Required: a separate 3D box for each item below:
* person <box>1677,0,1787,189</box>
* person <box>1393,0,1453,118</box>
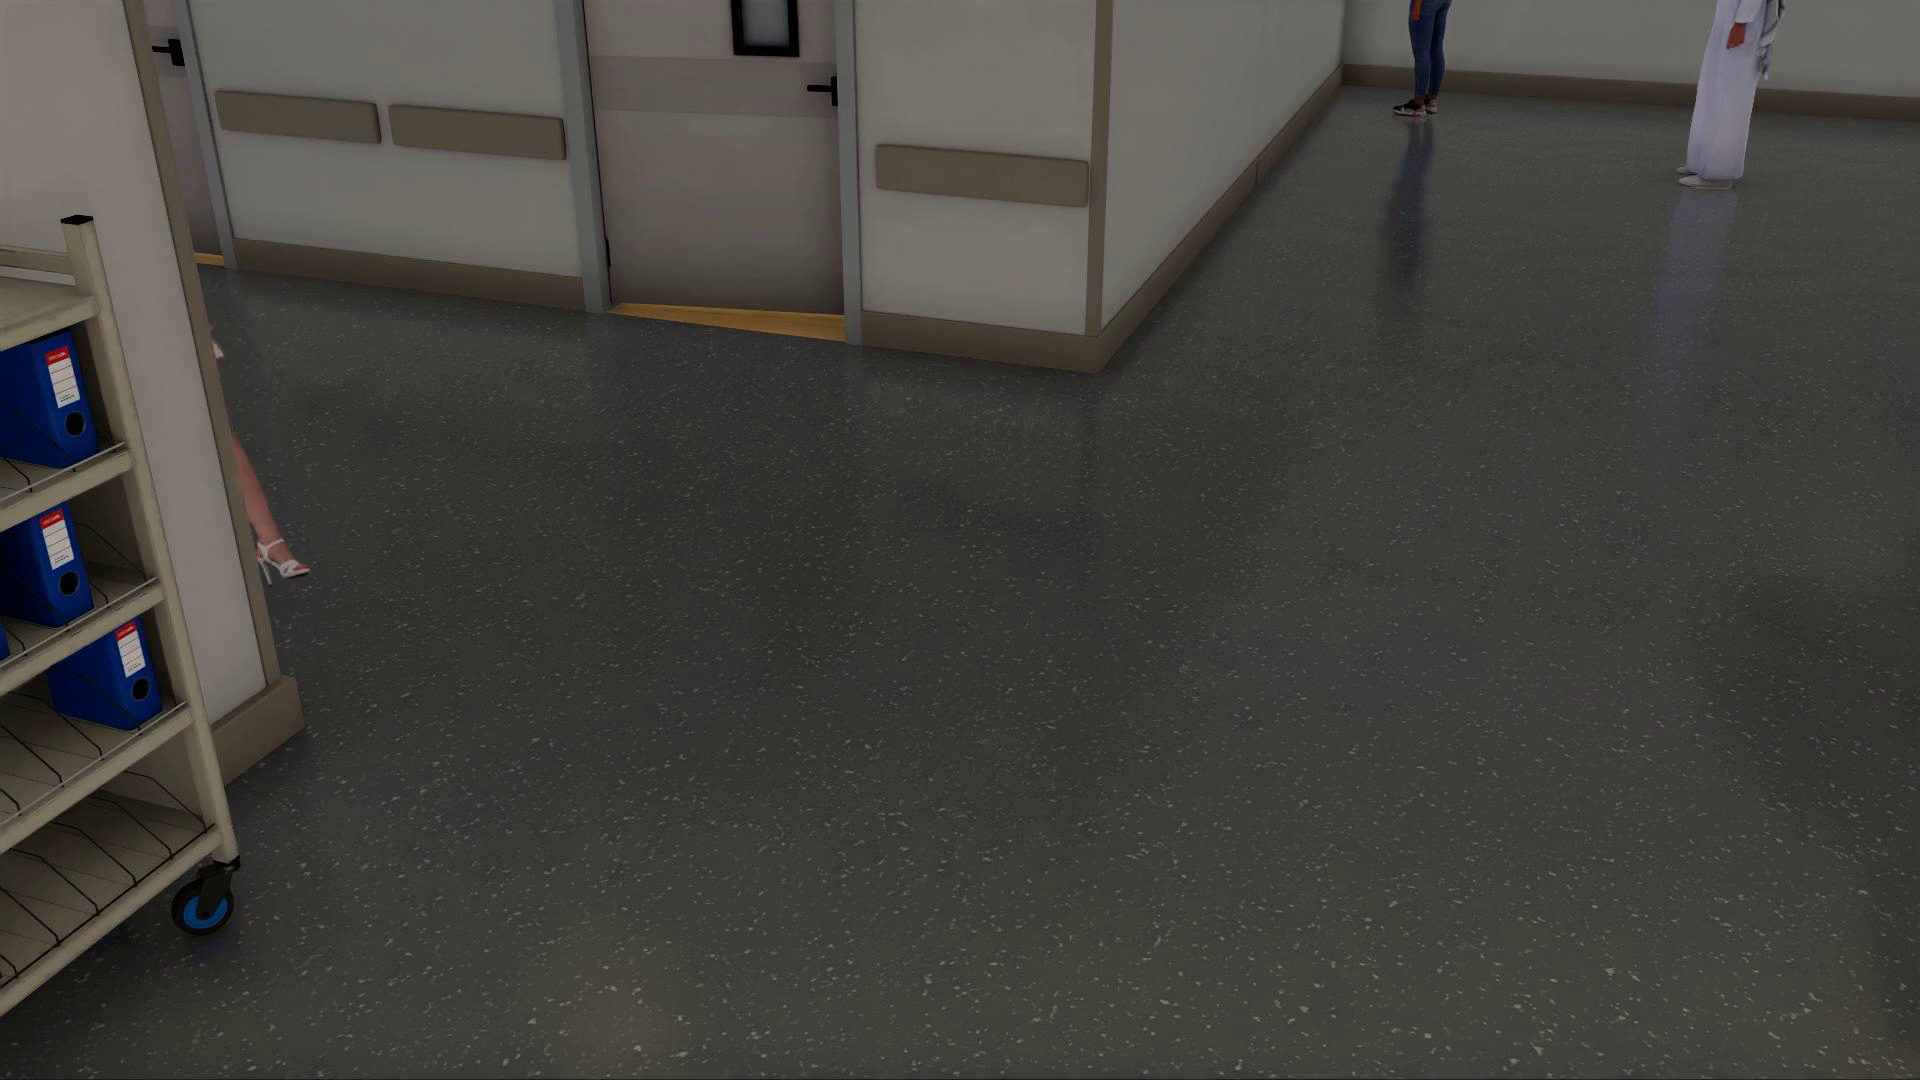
[{"bbox_3d":[4.593,-3.053,9.740,0.721,1.927,0.552,9,27,17],"label":"person"},{"bbox_3d":[3.319,-3.818,11.682,0.667,1.617,0.759,-23,34,-39],"label":"person"}]
